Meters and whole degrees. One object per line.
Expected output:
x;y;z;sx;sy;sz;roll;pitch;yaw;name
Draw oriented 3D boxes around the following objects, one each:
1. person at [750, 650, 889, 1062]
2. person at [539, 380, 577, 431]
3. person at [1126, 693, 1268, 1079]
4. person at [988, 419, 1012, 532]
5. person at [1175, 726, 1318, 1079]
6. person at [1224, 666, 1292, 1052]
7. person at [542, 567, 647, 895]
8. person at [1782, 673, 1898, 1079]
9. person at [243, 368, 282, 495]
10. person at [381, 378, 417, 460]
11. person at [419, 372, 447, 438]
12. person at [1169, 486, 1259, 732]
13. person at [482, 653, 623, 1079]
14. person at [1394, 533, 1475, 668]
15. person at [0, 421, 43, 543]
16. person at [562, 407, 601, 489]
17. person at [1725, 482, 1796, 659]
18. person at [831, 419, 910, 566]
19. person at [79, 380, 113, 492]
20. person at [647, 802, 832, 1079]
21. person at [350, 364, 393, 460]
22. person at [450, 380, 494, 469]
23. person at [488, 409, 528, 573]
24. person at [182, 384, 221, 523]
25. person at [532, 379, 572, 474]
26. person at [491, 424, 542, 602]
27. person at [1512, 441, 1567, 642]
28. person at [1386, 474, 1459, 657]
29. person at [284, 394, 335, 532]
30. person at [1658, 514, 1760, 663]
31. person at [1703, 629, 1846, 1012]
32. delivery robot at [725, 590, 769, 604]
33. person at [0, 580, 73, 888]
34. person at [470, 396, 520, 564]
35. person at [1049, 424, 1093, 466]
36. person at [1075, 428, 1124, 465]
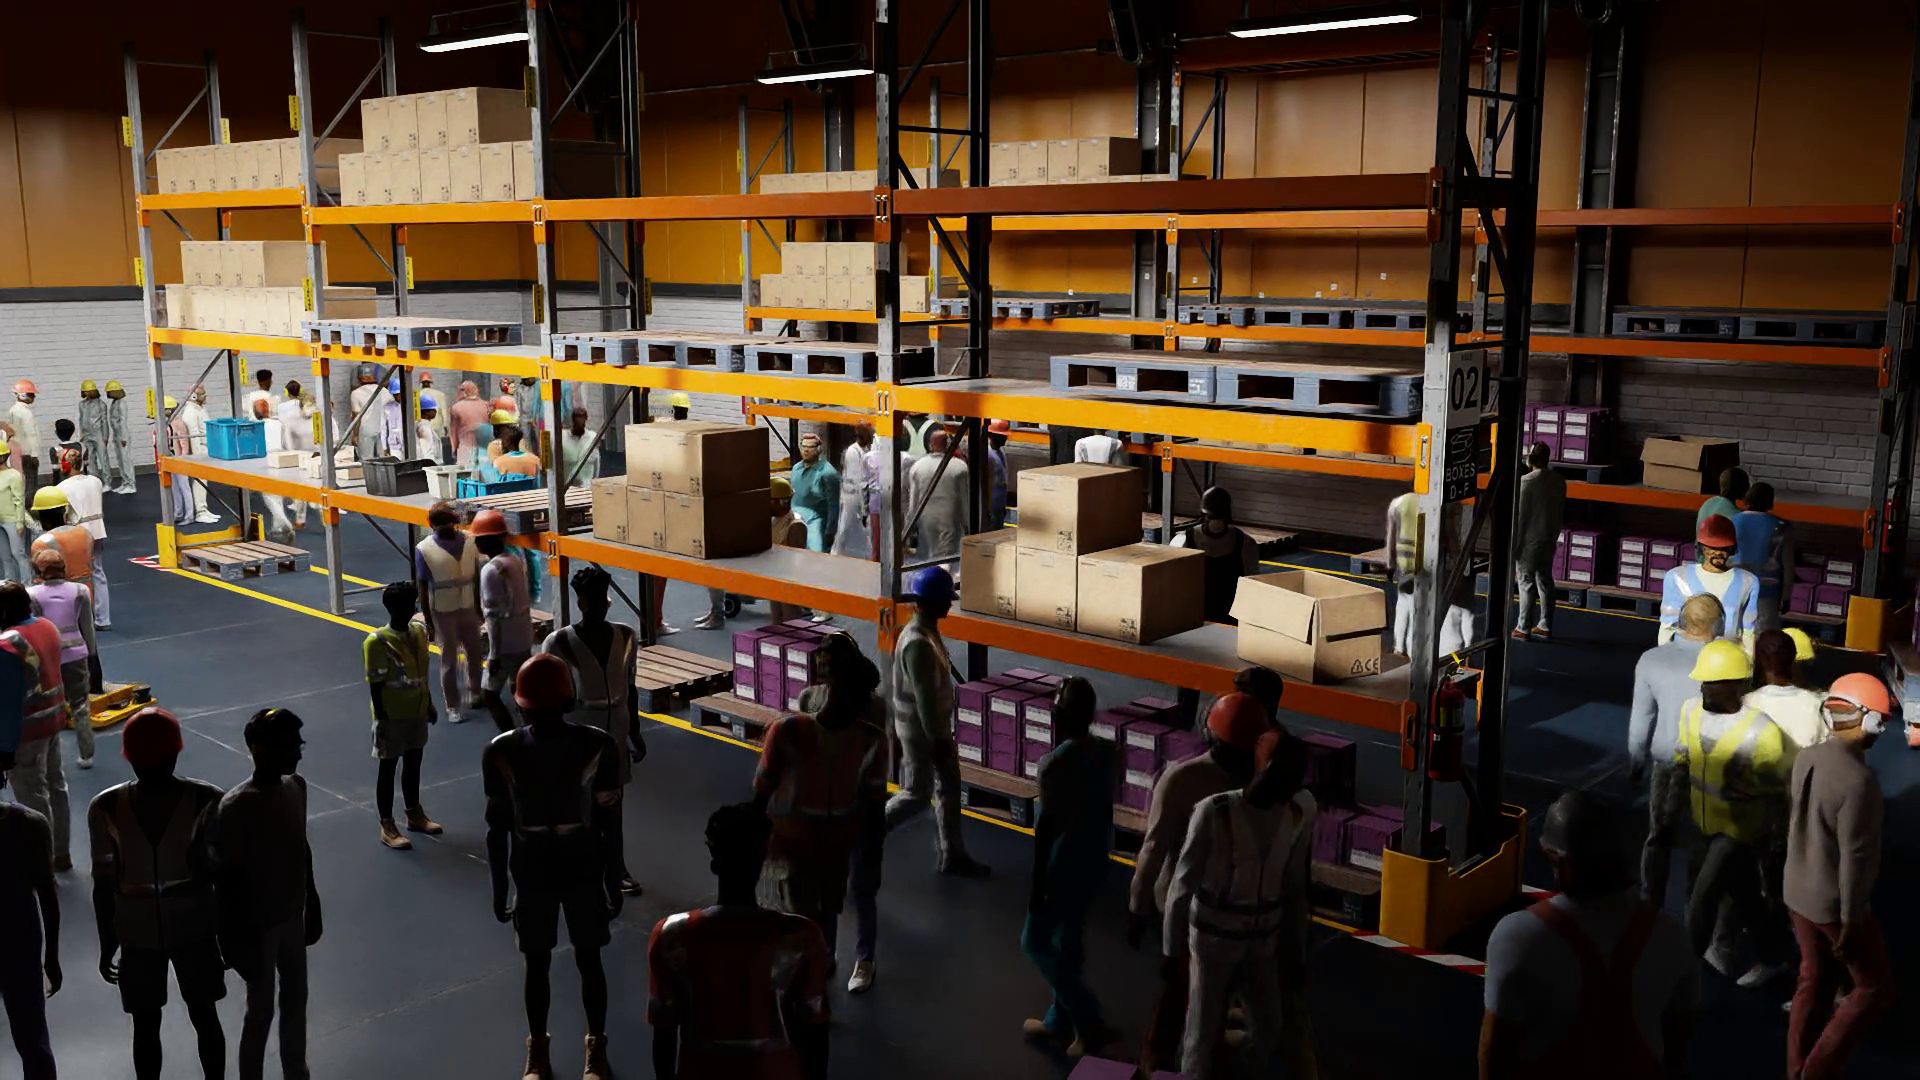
-0.652;1.461;7.783;0.689;1.911;0.748;-5;11;-24;person
-6.630;-2.031;27.717;0.974;1.931;0.638;7;12;34;person
1.088;1.585;7.066;0.659;1.918;1.016;-7;12;-33;person
0.394;-0.389;18.191;0.376;1.933;0.551;4;11;22;person
1.272;1.651;7.095;0.579;1.793;0.987;-4;11;-22;person
1.420;1.491;7.840;0.340;1.839;0.505;3;10;15;person
-2.098;1.116;9.589;0.604;1.966;0.367;-8;13;-39;person
3.792;1.552;7.166;0.432;1.948;0.674;0;10;1;person
-10.408;-1.586;24.886;0.631;1.953;0.483;1;10;8;person
-7.865;-1.323;23.495;0.613;1.933;0.417;-1;10;-3;person
-8.768;-1.904;27.360;0.595;1.708;0.858;-5;11;-26;person
1.873;0.586;12.376;0.684;2.000;0.535;1;10;4;person
-1.784;1.484;7.339;0.601;2.035;0.406;-1;10;-7;person
3.456;0.779;12.142;0.565;1.739;0.346;3;11;18;person
-11.776;-0.682;20.708;0.426;1.617;0.522;0;10;3;person
-4.747;-0.752;20.516;0.621;1.854;1.035;-4;11;-21;person
6.580;0.431;13.820;0.634;1.841;0.429;6;12;32;person
-1.084;-0.457;18.855;0.987;1.827;0.570;3;10;16;person
-13.333;-1.596;25.594;0.488;1.737;0.321;3;10;14;person
-0.724;1.831;5.550;0.608;1.966;0.374;0;10;3;person
-8.839;-1.620;24.853;0.535;2.000;0.687;7;12;33;person
-6.918;-1.341;23.735;0.638;1.874;0.797;-8;13;-38;person
-5.271;-0.557;19.206;0.627;1.901;0.630;5;11;26;person
-10.402;-1.191;22.808;0.408;1.908;0.643;-3;11;-18;person
-6.705;-2.009;27.342;0.655;1.944;0.574;-1;10;-8;person
-4.657;-0.256;17.506;0.392;1.911;0.613;7;12;35;person
5.522;0.015;15.939;0.623;1.932;0.367;-6;12;-30;person
4.204;0.223;15.164;0.631;1.802;0.980;9;13;41;person
-8.516;-0.984;21.751;0.701;1.859;1.082;-5;11;-28;person
4.913;0.837;10.949;0.605;2.045;0.378;2;10;11;person
4.105;1.397;8.329;0.650;1.867;0.930;-1;10;-7;person
-2.137;0.450;17.083;0.707;0.478;0.477;0;10;-3;delivery robot
-5.525;1.139;9.825;0.430;1.841;0.624;-1;10;-4;person
-5.541;-0.718;19.870;0.623;1.989;0.753;7;12;34;person
1.378;-0.820;20.518;0.671;1.974;0.770;5;11;26;person
1.611;-0.548;19.227;0.585;1.882;0.337;2;10;10;person
